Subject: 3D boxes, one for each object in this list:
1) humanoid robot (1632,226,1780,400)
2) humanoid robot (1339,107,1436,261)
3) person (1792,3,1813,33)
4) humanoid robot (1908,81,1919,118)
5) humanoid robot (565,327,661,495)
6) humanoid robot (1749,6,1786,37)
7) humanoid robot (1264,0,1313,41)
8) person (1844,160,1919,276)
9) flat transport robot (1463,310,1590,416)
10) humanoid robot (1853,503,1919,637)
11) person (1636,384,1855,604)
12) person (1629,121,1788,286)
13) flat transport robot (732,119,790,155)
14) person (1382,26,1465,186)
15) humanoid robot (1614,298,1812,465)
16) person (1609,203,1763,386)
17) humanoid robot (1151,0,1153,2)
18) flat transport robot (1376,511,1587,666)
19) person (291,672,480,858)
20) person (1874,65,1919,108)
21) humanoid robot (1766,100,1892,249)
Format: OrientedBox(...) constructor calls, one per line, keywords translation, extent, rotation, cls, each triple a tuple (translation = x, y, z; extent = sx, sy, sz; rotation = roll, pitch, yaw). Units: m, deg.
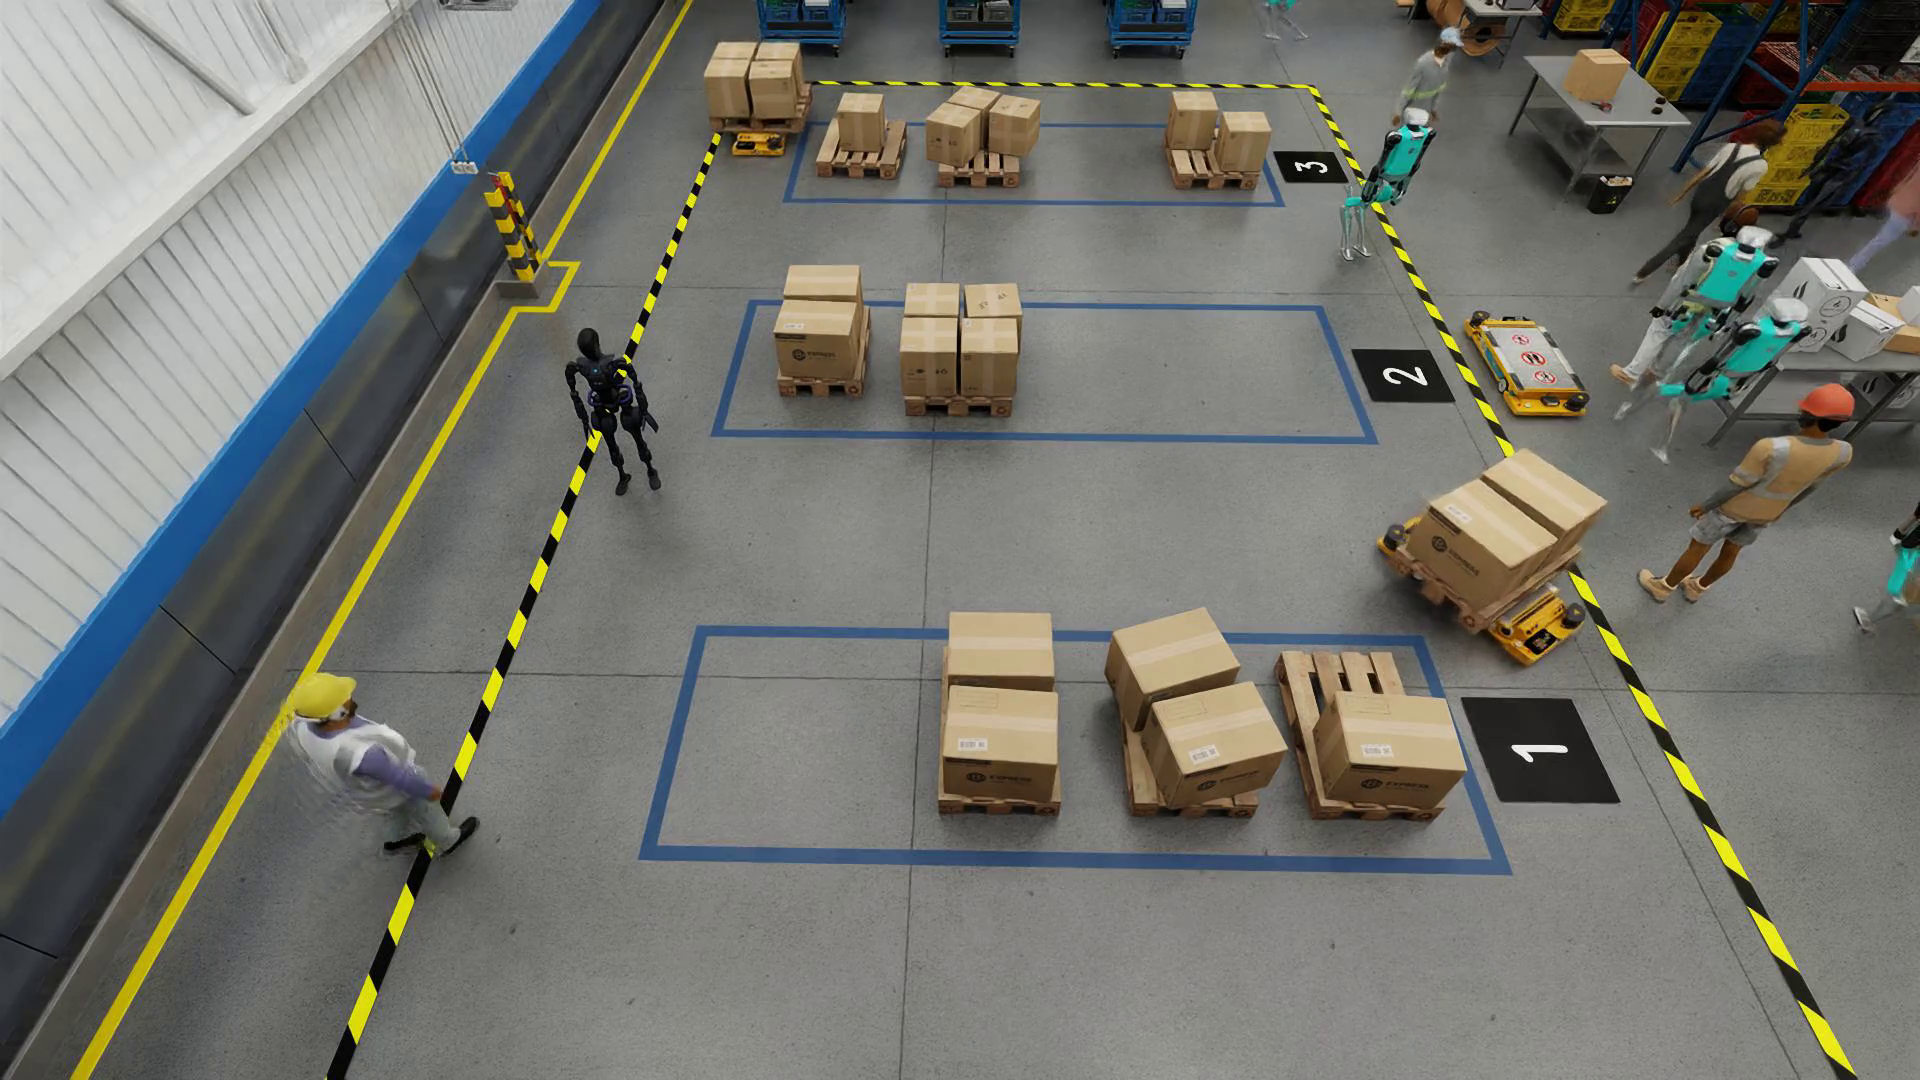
OrientedBox(translation=(6.762, -2.091, 8.367), extent=(0.538, 1.784, 0.622), rotation=(28, 55, 22), cls="humanoid robot")
OrientedBox(translation=(4.456, -3.852, 9.808), extent=(0.533, 1.677, 0.735), rotation=(-12, 50, -10), cls="humanoid robot")
OrientedBox(translation=(13.204, -8.781, 14.079), extent=(0.516, 1.865, 0.328), rotation=(-8, 50, -7), cls="person")
OrientedBox(translation=(12.051, -5.519, 11.389), extent=(0.610, 1.637, 0.600), rotation=(3, 49, 2), cls="humanoid robot")
OrientedBox(translation=(-2.808, -1.031, 7.487), extent=(0.599, 1.653, 0.315), rotation=(-8, 50, -7), cls="humanoid robot")
OrientedBox(translation=(12.340, -8.273, 13.753), extent=(0.599, 1.657, 0.315), rotation=(10, 50, 9), cls="humanoid robot")
OrientedBox(translation=(5.028, -8.369, 13.794), extent=(0.984, 1.720, 0.538), rotation=(14, 51, 12), cls="humanoid robot")
OrientedBox(translation=(9.792, -3.392, 9.486), extent=(0.412, 1.742, 0.590), rotation=(10, 50, 9), cls="person")
OrientedBox(translation=(5.573, -1.757, 9.054), extent=(0.659, 0.231, 1.431), rotation=(1, 49, 1), cls="flat transport robot")
OrientedBox(translation=(6.968, 0.148, 6.515), extent=(0.541, 1.905, 0.712), rotation=(10, 50, 9), cls="humanoid robot")
OrientedBox(translation=(5.654, -0.269, 6.600), extent=(0.604, 2.034, 0.392), rotation=(4, 49, 3), cls="person")
OrientedBox(translation=(7.793, -3.488, 9.557), extent=(0.961, 1.782, 0.582), rotation=(-11, 50, -9), cls="person")
OrientedBox(translation=(-2.641, -5.631, 12.389), extent=(0.652, 0.197, 1.431), rotation=(1, 49, 1), cls="flat transport robot")
OrientedBox(translation=(5.454, -5.182, 11.005), extent=(0.652, 1.835, 0.529), rotation=(-24, 53, -19), cls="person")
OrientedBox(translation=(6.338, -1.482, 7.870), extent=(0.543, 1.790, 0.976), rotation=(-2, 49, -2), cls="humanoid robot")
OrientedBox(translation=(6.678, -2.205, 8.410), extent=(0.629, 1.835, 0.429), rotation=(-10, 50, -8), cls="person")
OrientedBox(translation=(2.898, -8.890, 14.315), extent=(0.672, 1.633, 0.610), rotation=(10, 50, 9), cls="humanoid robot")
OrientedBox(translation=(4.106, 0.299, 7.256), extent=(0.652, 0.197, 1.431), rotation=(-27, 54, -21), cls="flat transport robot")
OrientedBox(translation=(-3.350, 1.368, 5.327), extent=(0.615, 1.813, 0.445), rotation=(25, 54, 20), cls="person")
OrientedBox(translation=(12.070, -5.962, 11.532), extent=(0.417, 2.032, 0.609), rotation=(-26, 54, -21), cls="person")
OrientedBox(translation=(9.560, -4.018, 10.083), extent=(0.619, 1.633, 0.593), rotation=(-5, 49, -5), cls="humanoid robot")
